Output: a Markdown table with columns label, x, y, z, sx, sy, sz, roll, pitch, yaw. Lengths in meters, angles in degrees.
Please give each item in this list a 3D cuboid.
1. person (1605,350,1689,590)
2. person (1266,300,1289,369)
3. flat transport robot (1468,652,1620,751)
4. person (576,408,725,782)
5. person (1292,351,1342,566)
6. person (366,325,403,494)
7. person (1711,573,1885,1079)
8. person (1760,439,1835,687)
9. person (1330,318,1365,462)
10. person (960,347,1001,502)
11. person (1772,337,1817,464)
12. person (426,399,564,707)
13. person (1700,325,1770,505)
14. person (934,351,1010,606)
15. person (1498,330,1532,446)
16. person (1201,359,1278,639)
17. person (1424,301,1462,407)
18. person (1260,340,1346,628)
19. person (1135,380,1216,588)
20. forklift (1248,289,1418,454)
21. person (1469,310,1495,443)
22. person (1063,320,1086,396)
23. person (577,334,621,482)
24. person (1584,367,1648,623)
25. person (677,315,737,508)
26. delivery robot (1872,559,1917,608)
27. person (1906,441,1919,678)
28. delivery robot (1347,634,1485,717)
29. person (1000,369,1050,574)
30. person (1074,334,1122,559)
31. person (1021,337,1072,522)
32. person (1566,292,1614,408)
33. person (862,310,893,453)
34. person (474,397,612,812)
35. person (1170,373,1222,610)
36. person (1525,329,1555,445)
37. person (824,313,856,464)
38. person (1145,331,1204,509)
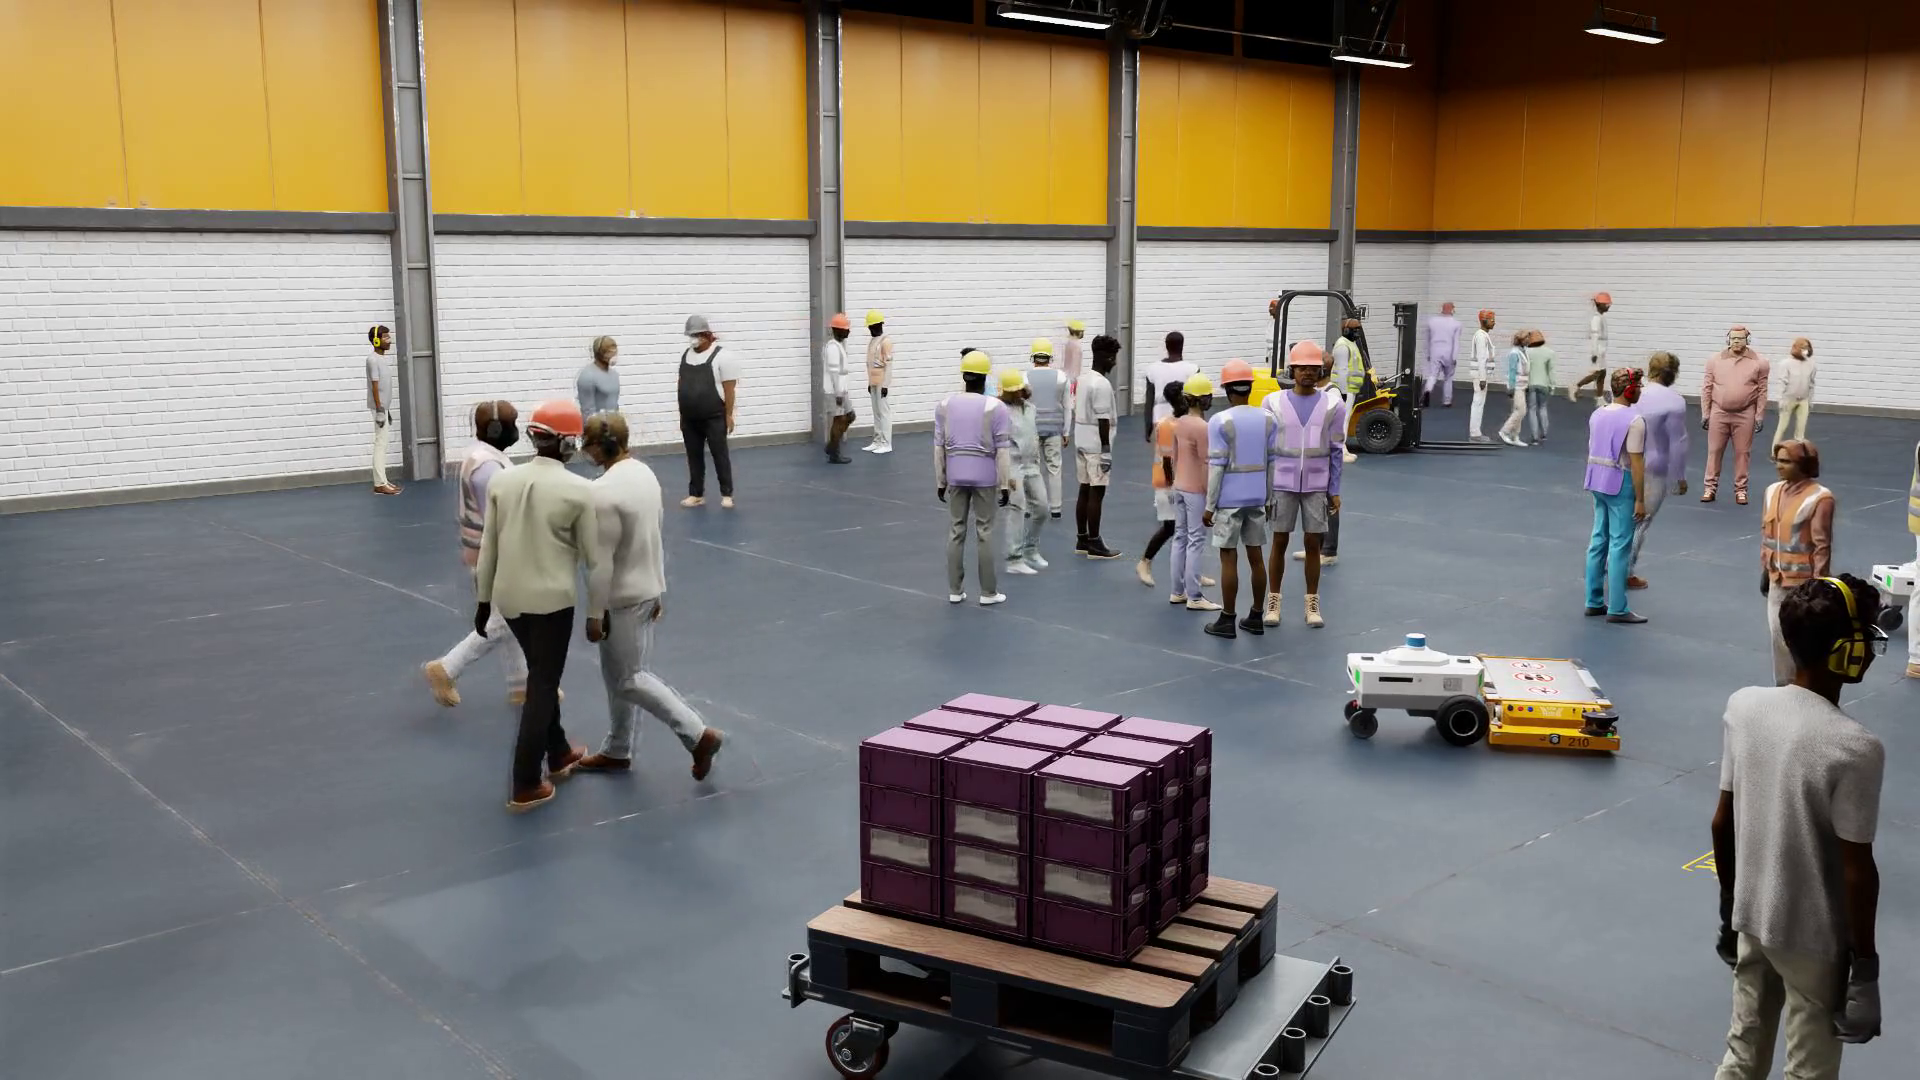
| label | x | y | z | sx | sy | sz | roll | pitch | yaw |
| --- | --- | --- | --- | --- | --- | --- | --- | --- | --- |
| person | 5.400 | -0.536 | 13.073 | 0.484 | 1.907 | 0.643 | -3 | 10 | -19 |
| person | 5.458 | -3.202 | 28.751 | 0.360 | 1.882 | 0.575 | -3 | 10 | -19 |
| flat transport robot | 3.287 | 0.895 | 9.476 | 0.652 | 0.197 | 1.431 | 2 | 10 | 11 |
| person | -1.583 | 0.293 | 8.250 | 0.796 | 1.910 | 0.638 | 2 | 10 | 10 |
| person | 3.083 | -0.697 | 14.197 | 0.325 | 1.842 | 0.513 | -2 | 10 | -9 |
| person | -6.416 | -1.443 | 18.500 | 0.328 | 1.868 | 0.517 | -2 | 10 | -12 |
| person | 2.105 | 1.003 | 4.170 | 0.325 | 1.871 | 0.521 | -3 | 10 | -17 |
| person | 4.725 | 0.240 | 9.391 | 0.356 | 1.625 | 0.520 | -2 | 10 | -13 |
| person | 4.989 | -1.930 | 21.432 | 0.430 | 1.840 | 0.624 | 4 | 10 | 21 |
| person | 0.229 | -1.227 | 17.791 | 0.550 | 1.678 | 0.539 | 0 | 10 | -3 |
| person | 10.560 | -1.750 | 21.013 | 0.503 | 1.638 | 0.318 | -1 | 10 | -3 |
| person | -2.701 | 0.097 | 9.583 | 0.700 | 1.823 | 0.638 | -3 | 10 | -15 |
| person | 8.238 | -1.332 | 17.735 | 0.645 | 1.908 | 0.408 | 5 | 11 | 27 |
| person | 0.100 | -0.465 | 12.594 | 0.591 | 1.926 | 0.386 | 4 | 10 | 21 |
| person | 7.757 | -2.101 | 23.061 | 0.361 | 1.627 | 0.516 | 6 | 12 | 33 |
| person | 1.917 | -0.281 | 11.517 | 0.542 | 1.928 | 0.374 | -4 | 11 | -24 |
| person | 8.355 | -3.211 | 28.840 | 0.638 | 1.872 | 0.816 | 6 | 11 | 31 |
| person | 2.418 | -0.393 | 11.822 | 0.608 | 2.048 | 0.365 | 1 | 10 | 7 |
| person | 1.710 | -0.440 | 13.177 | 0.516 | 1.672 | 0.582 | 6 | 11 | 31 |
| forklift | 5.034 | -2.339 | 22.783 | 2.313 | 2.155 | 1.214 | 3 | 10 | 16 |
| person | 7.381 | -2.305 | 23.495 | 0.343 | 1.882 | 0.585 | 3 | 10 | 16 |
| person | 1.640 | -2.355 | 24.280 | 0.927 | 1.713 | 0.532 | -3 | 10 | -17 |
| person | -3.405 | -0.960 | 15.526 | 0.608 | 1.922 | 0.634 | 3 | 10 | 17 |
| person | 4.731 | -0.325 | 12.010 | 0.390 | 1.846 | 0.565 | -3 | 10 | -15 |
| person | -2.674 | -1.349 | 17.439 | 0.723 | 2.000 | 0.572 | 4 | 11 | 23 |
| delivery robot | 6.857 | 0.314 | 11.746 | 0.707 | 0.478 | 0.477 | 3 | 9 | 11 |
| person | 6.173 | -0.044 | 10.401 | 0.429 | 1.838 | 0.621 | 8 | 12 | 38 |
| delivery robot | 2.501 | 0.760 | 9.161 | 0.707 | 0.478 | 0.477 | 1 | 10 | 7 |
| person | 0.531 | -0.568 | 13.818 | 0.368 | 1.713 | 0.545 | 9 | 13 | 42 |
| person | 1.204 | -0.817 | 14.560 | 0.399 | 1.958 | 0.608 | -2 | 10 | -14 |
| person | 0.809 | -1.091 | 16.534 | 0.590 | 1.833 | 0.403 | -1 | 10 | -5 |
| person | 11.023 | -3.299 | 28.905 | 0.733 | 2.025 | 0.621 | 5 | 11 | 29 |
| person | -1.101 | -2.121 | 22.320 | 0.378 | 1.918 | 0.585 | -5 | 11 | -25 |
| person | -1.983 | 0.286 | 8.123 | 0.637 | 1.948 | 0.889 | 4 | 10 | 20 |
| person | 1.766 | -0.360 | 12.442 | 0.309 | 1.771 | 0.529 | -4 | 10 | -20 |
| person | 8.090 | -2.160 | 23.444 | 0.508 | 1.606 | 0.688 | 1 | 10 | 6 |
| person | -1.523 | -1.916 | 21.118 | 0.406 | 1.917 | 0.564 | 1 | 10 | 5 |
| person | 2.196 | -1.217 | 17.165 | 0.600 | 1.883 | 0.983 | 6 | 11 | 31 |
